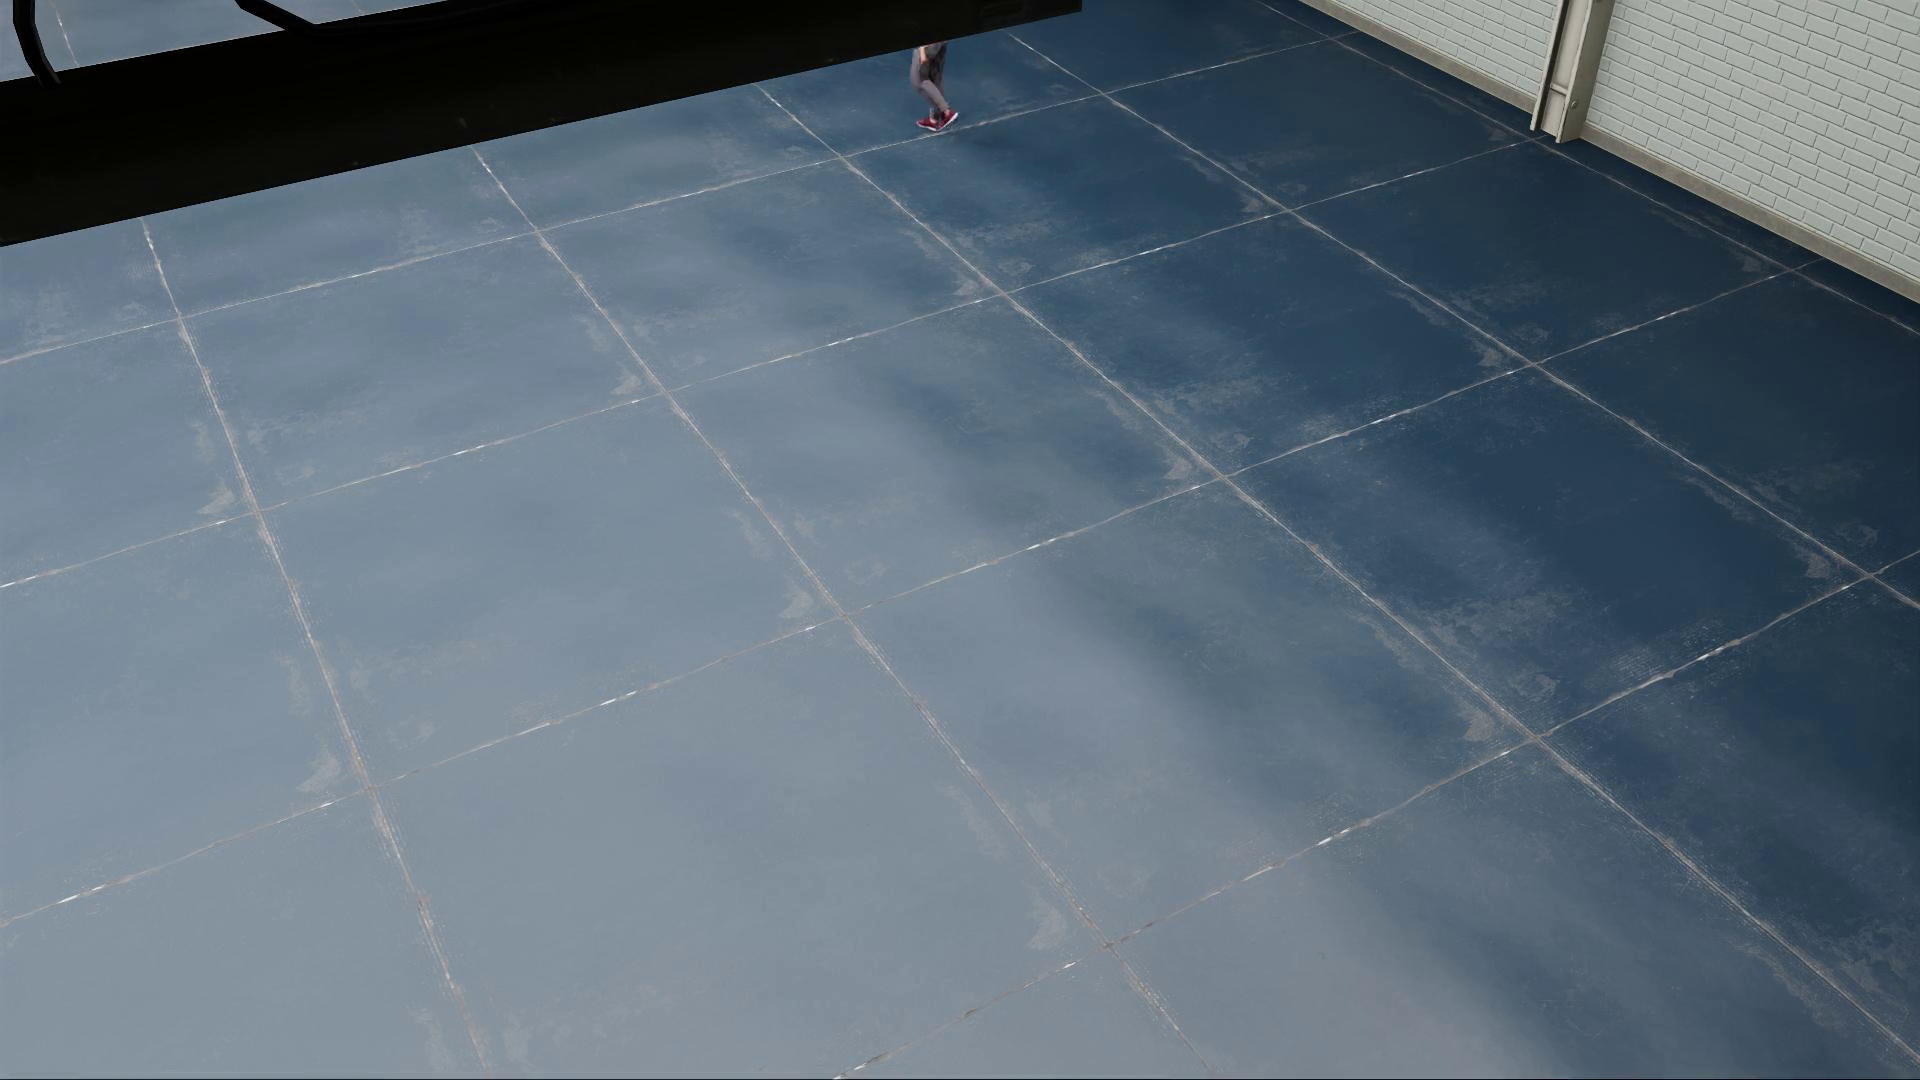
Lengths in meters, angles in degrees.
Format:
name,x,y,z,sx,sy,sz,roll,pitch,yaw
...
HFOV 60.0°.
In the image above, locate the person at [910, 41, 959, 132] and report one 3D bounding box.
name,x,y,z,sx,sy,sz,roll,pitch,yaw
person,-0.189,-4.683,15.769,0.853,1.726,0.777,22,43,25
